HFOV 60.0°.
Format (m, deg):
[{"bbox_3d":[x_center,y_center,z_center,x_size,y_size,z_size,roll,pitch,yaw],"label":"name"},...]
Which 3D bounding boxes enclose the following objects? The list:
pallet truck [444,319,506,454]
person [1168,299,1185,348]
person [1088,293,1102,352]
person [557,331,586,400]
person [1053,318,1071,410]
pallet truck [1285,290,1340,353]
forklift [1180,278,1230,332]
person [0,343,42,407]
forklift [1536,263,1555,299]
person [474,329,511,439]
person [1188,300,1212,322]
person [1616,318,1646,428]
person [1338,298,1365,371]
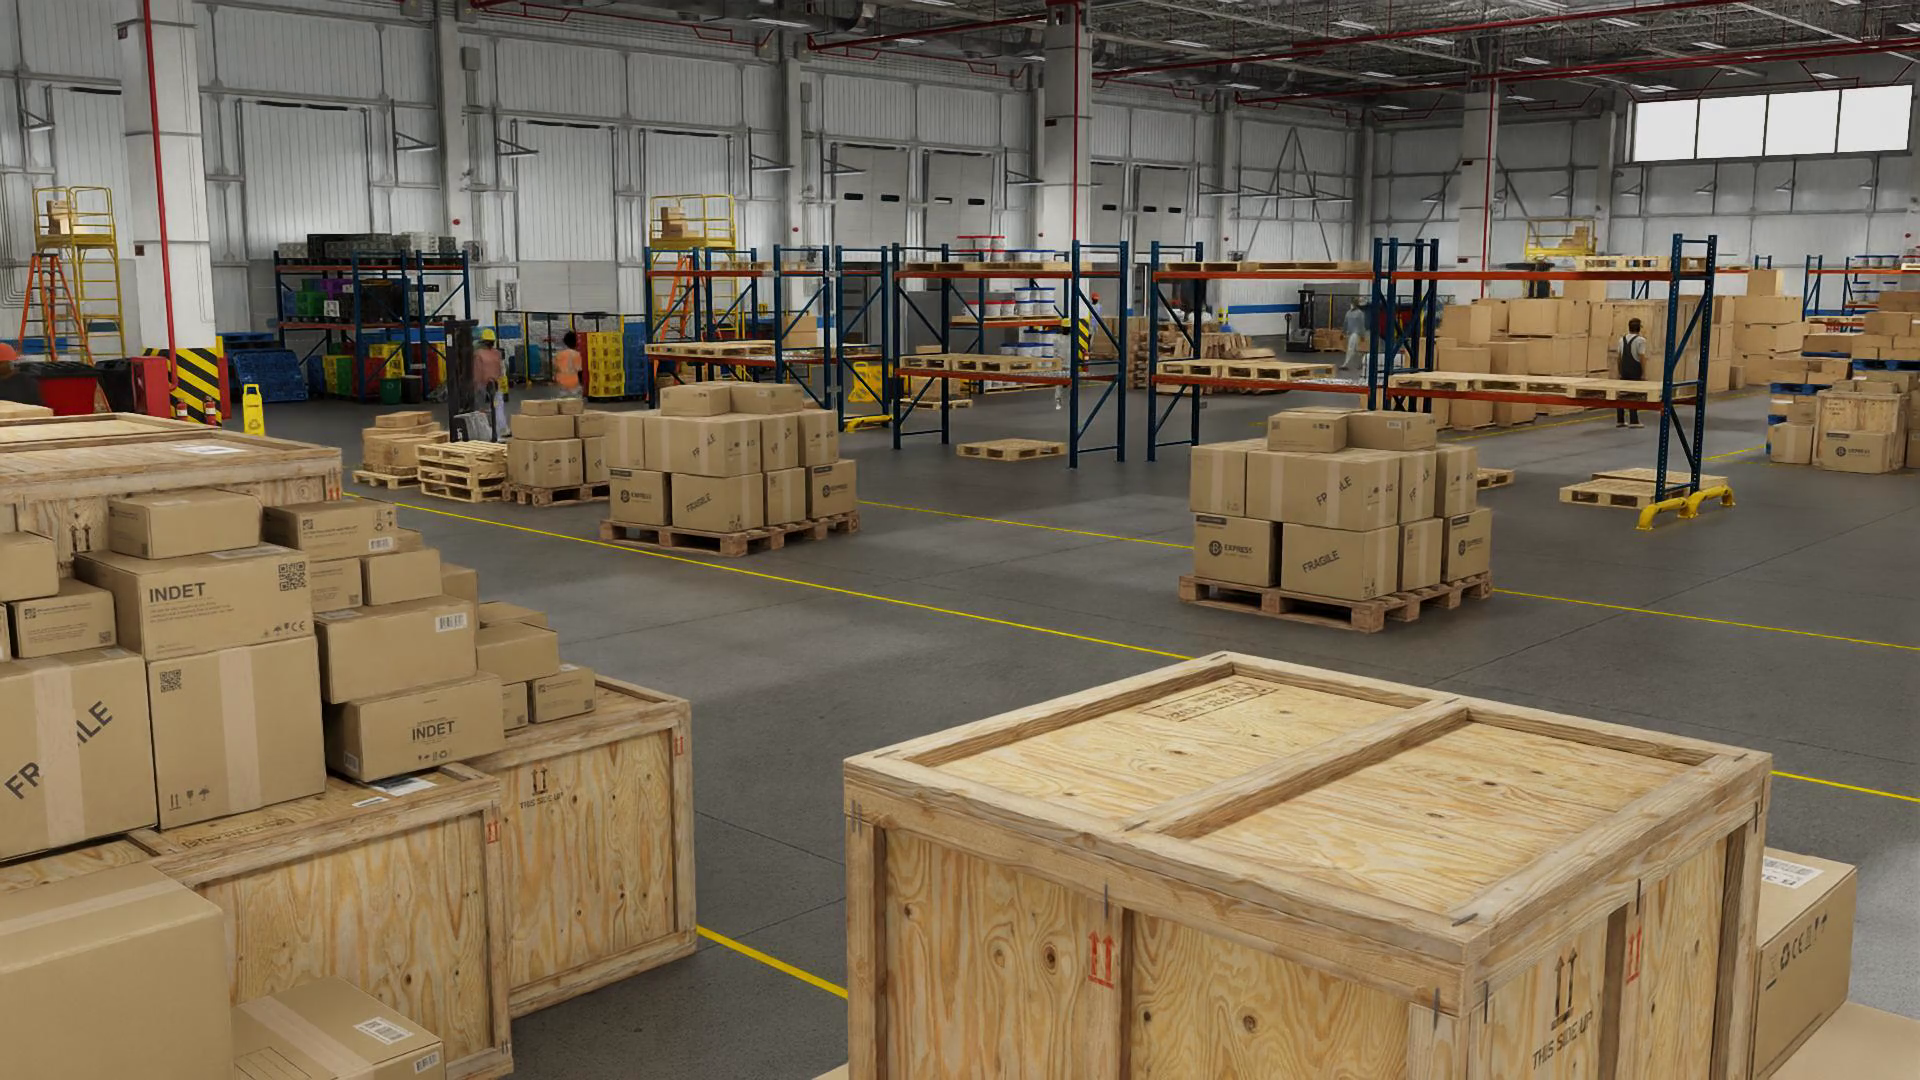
[{"bbox_3d":[-6.981,-1.942,22.150,1.885,1.965,0.823,1,9,9],"label":"pallet truck"},{"bbox_3d":[6.054,-5.810,46.419,0.559,1.820,0.973,8,12,40],"label":"person"},{"bbox_3d":[4.146,-6.657,51.288,0.543,1.928,0.392,-4,10,-25],"label":"person"},{"bbox_3d":[-6.152,-2.450,26.232,0.543,1.690,0.484,9,13,42],"label":"person"},{"bbox_3d":[1.997,-3.315,31.378,0.485,1.738,0.321,0,9,1],"label":"person"},{"bbox_3d":[11.297,-6.951,52.861,1.885,1.965,0.823,-5,11,-29],"label":"pallet truck"},{"bbox_3d":[6.575,-6.393,46.741,1.873,2.768,1.129,9,13,43],"label":"forklift"},{"bbox_3d":[-9.345,-0.972,16.395,0.644,1.942,1.045,2,9,12],"label":"person"},{"bbox_3d":[16.115,-6.271,45.992,1.873,2.768,1.129,3,10,17],"label":"forklift"},{"bbox_3d":[-7.371,-2.437,26.047,0.963,1.712,0.538,8,12,40],"label":"person"},{"bbox_3d":[5.905,-4.920,40.748,0.640,1.882,1.024,-2,10,-14],"label":"person"},{"bbox_3d":[11.216,-2.782,27.765,0.334,1.845,0.513,-6,11,-33],"label":"person"},{"bbox_3d":[10.347,-5.383,43.604,1.022,1.896,0.635,-4,10,-25],"label":"person"}]
